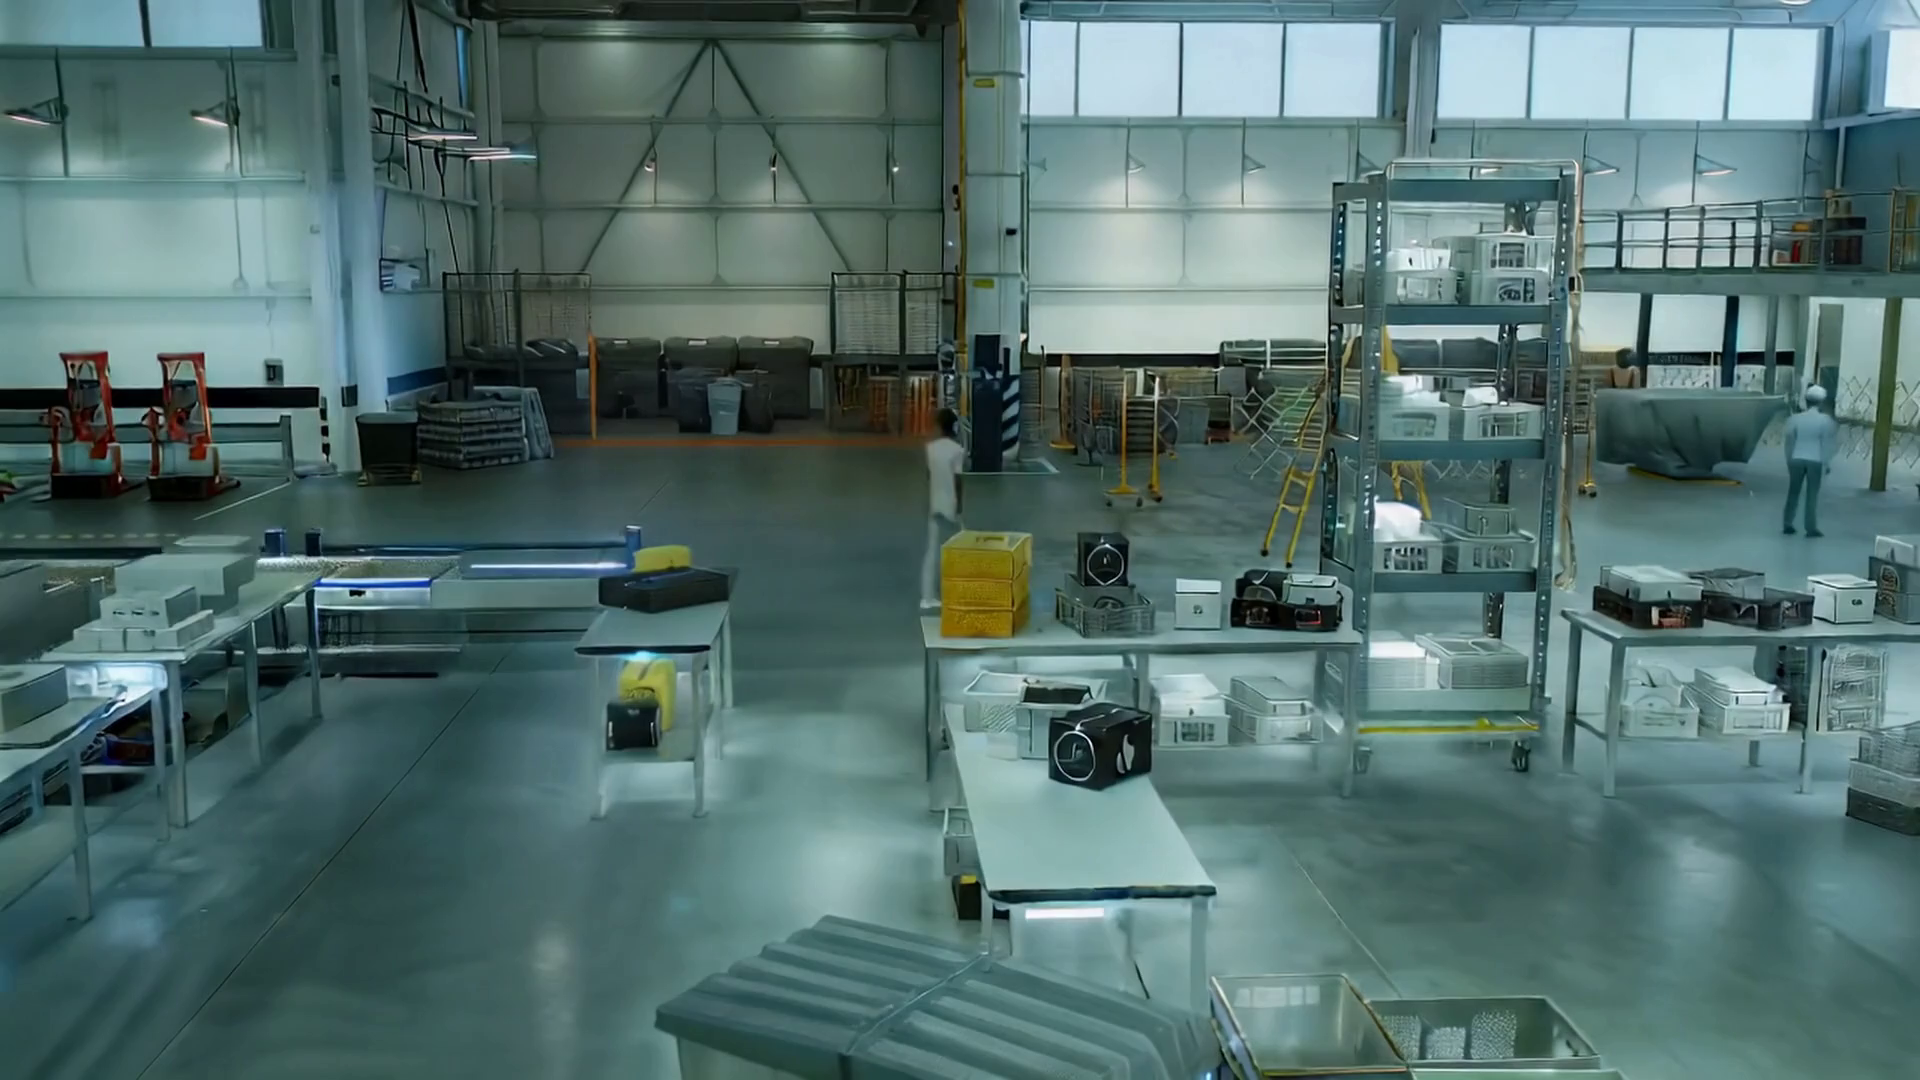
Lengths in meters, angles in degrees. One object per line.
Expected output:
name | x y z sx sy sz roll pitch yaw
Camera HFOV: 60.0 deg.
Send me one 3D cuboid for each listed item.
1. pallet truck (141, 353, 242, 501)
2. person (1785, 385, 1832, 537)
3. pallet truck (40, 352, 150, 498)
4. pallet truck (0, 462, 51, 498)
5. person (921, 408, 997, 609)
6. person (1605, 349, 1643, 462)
pallet truck | -10.520 -1.604 22.925 0.823 1.965 1.885 -1 9 -6
person | 9.880 -0.918 19.346 0.326 1.767 0.533 -5 11 -30
pallet truck | -11.907 -1.642 23.165 0.823 1.965 1.885 0 9 0
pallet truck | -13.193 -1.293 23.148 0.653 1.274 1.630 -1 9 -4
person | -0.051 -0.300 15.286 0.516 1.831 0.933 7 12 38
person | 10.805 -2.182 27.076 0.596 1.837 0.980 8 12 41
